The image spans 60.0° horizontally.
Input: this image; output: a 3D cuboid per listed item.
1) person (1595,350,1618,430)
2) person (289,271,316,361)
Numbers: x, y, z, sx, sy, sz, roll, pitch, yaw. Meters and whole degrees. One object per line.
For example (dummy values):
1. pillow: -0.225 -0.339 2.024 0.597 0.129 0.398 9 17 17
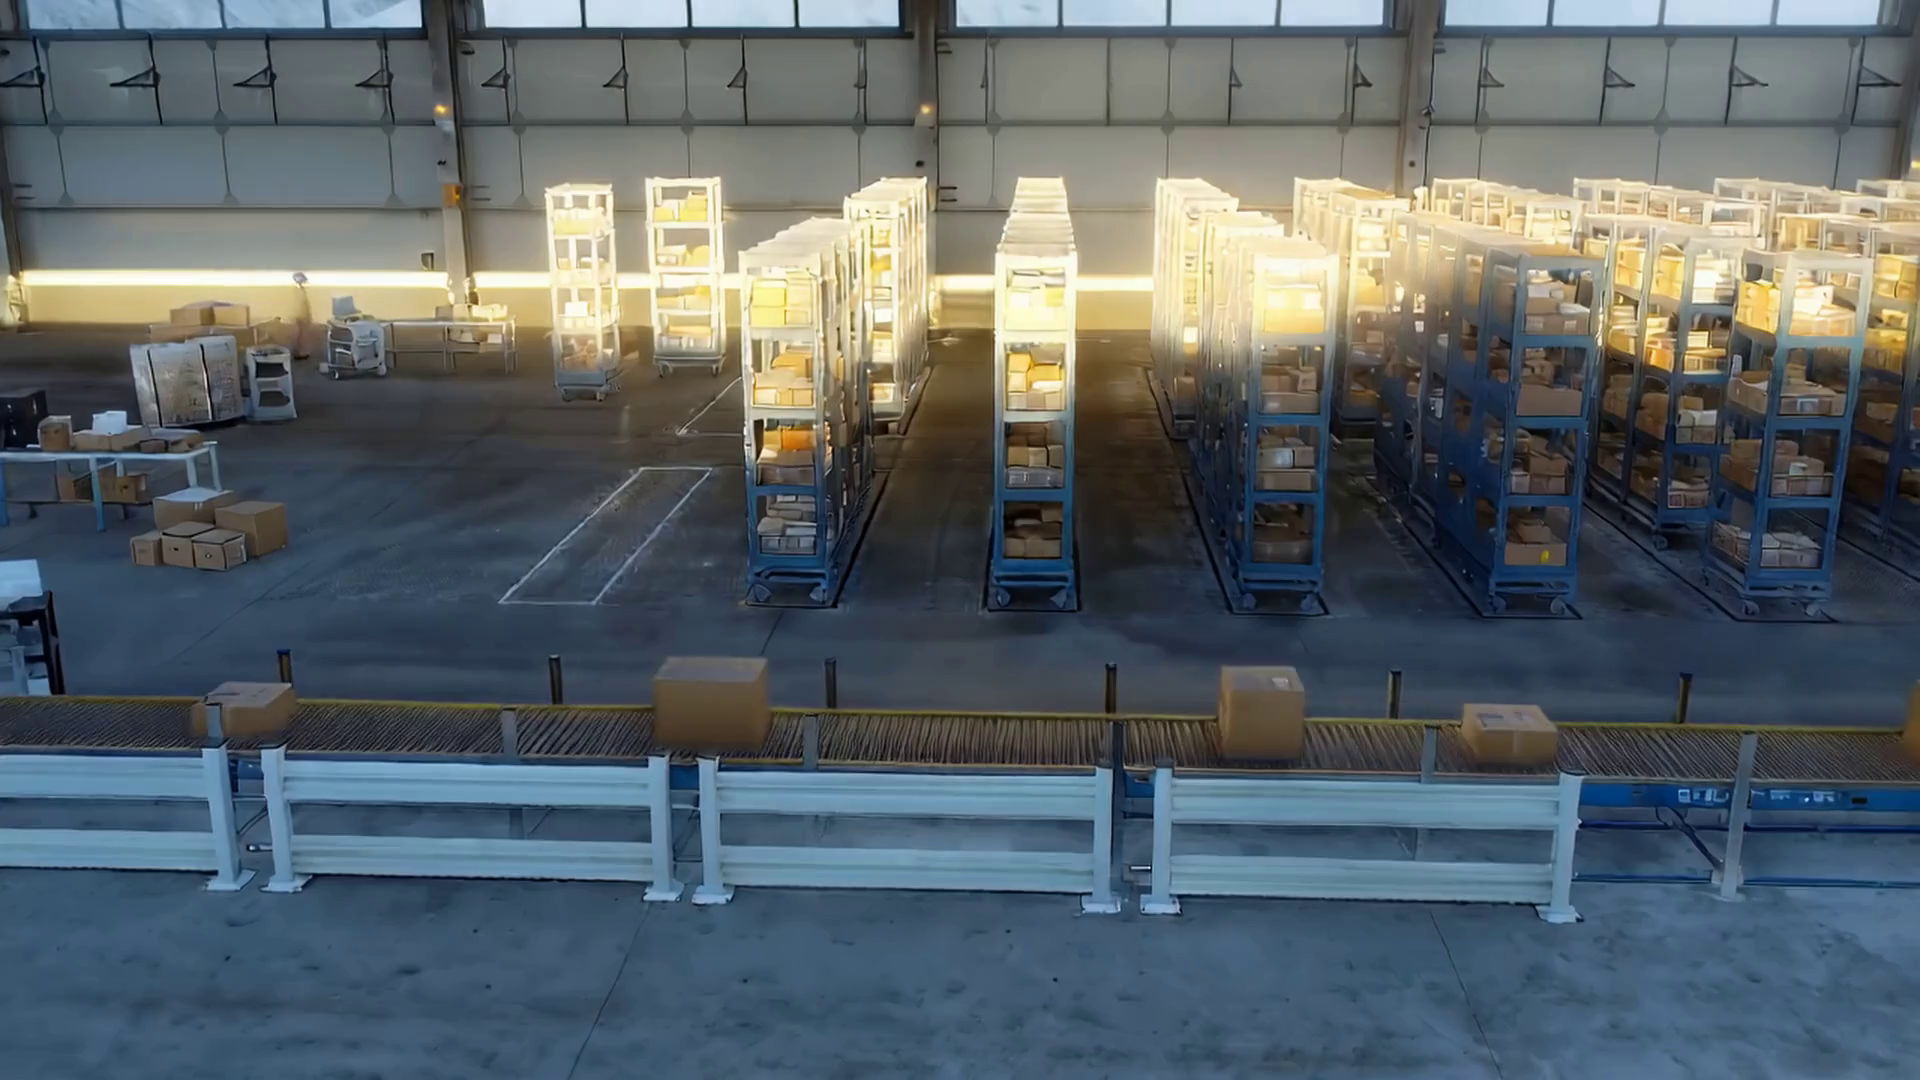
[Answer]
1. person: 9.510 -2.299 24.573 0.380 1.845 0.570 3 15 12
2. person: -12.812 -4.378 32.501 0.531 1.730 0.567 -11 18 -34
